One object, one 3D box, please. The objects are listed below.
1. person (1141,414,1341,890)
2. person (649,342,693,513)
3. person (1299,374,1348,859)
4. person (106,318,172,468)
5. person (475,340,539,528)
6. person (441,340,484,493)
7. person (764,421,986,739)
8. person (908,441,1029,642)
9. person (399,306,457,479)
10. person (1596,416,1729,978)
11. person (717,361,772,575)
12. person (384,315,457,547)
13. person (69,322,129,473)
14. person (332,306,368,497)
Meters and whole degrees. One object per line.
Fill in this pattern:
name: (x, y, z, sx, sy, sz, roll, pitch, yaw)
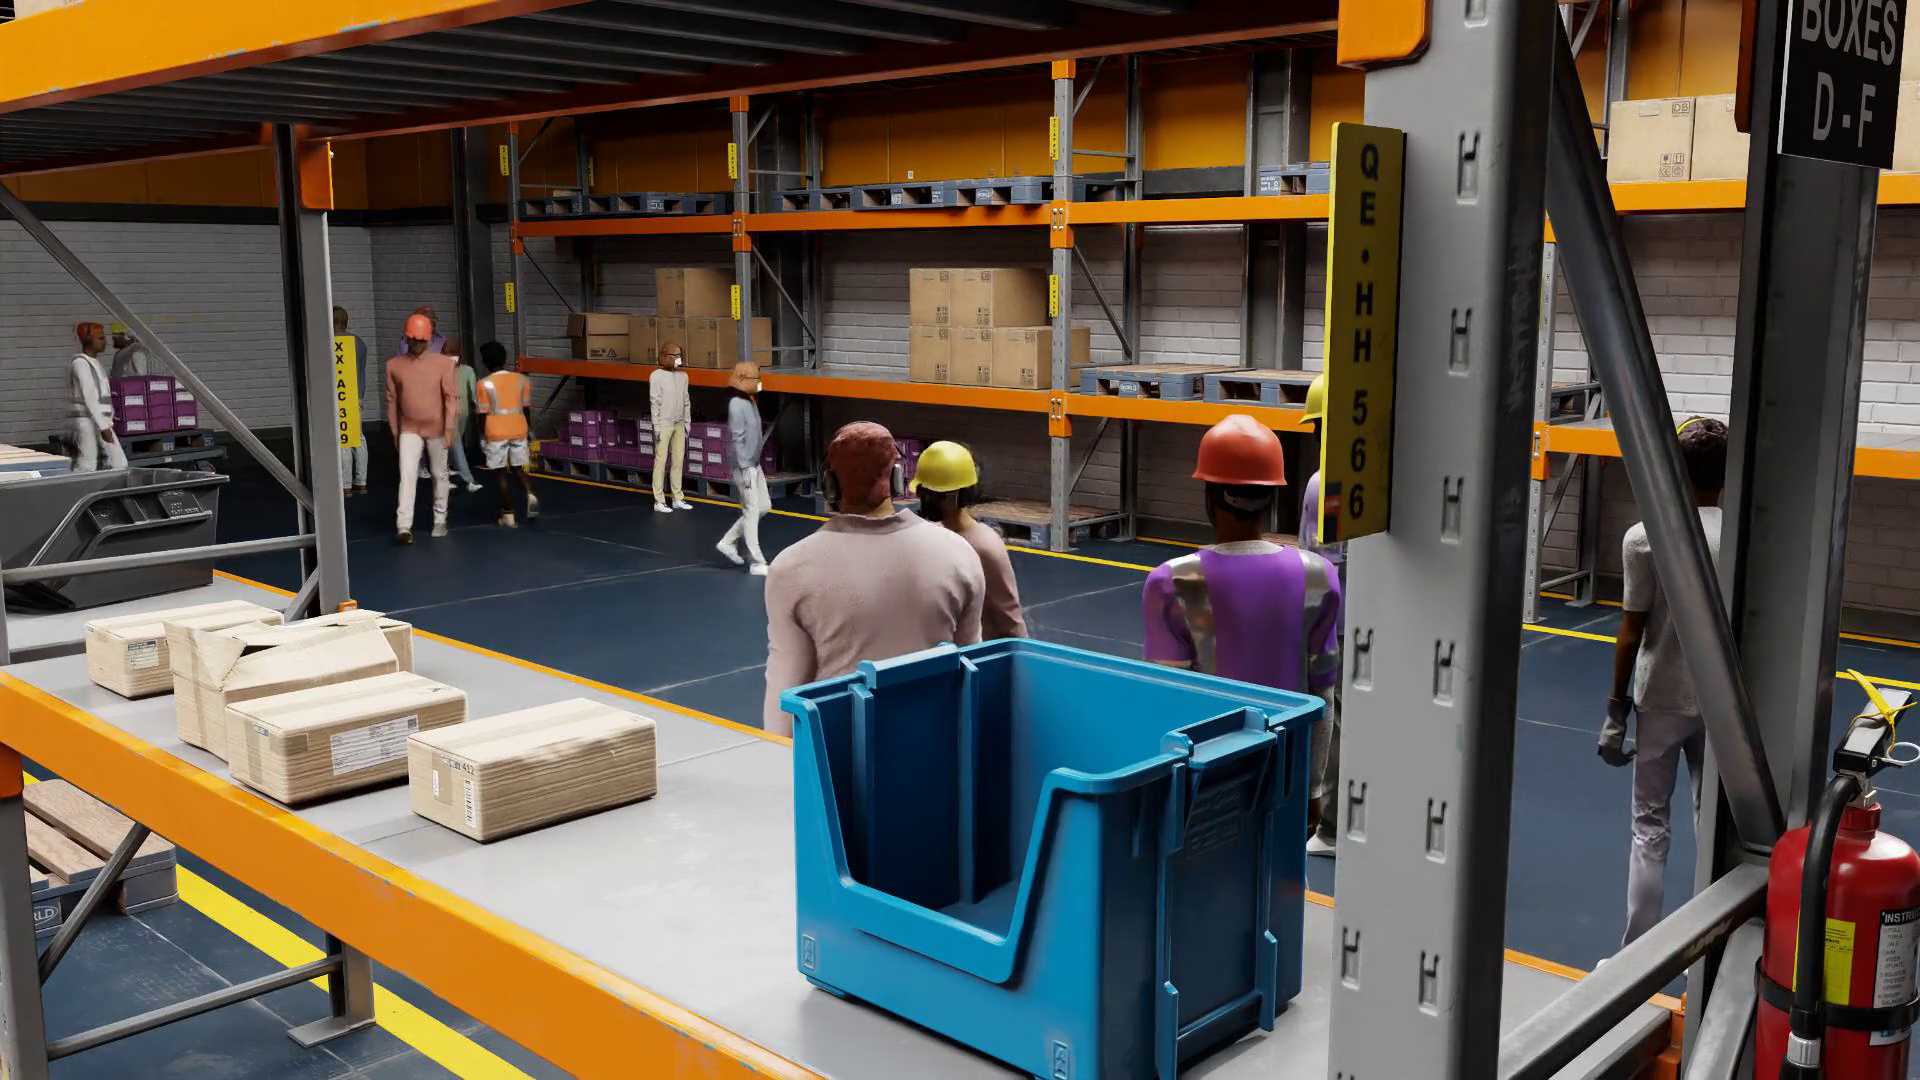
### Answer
person: (0.722, 0.636, 4.432, 0.545, 1.938, 0.360, -2, 10, -15)
person: (-2.764, -1.079, 15.902, 0.277, 1.629, 0.496, 7, 11, 36)
person: (1.493, 0.299, 6.554, 0.381, 1.918, 0.585, 8, 12, 41)
person: (-8.982, -1.538, 18.160, 0.693, 1.807, 0.597, -9, 13, -43)
person: (-4.010, -0.927, 14.764, 0.557, 1.681, 0.451, -9, 13, -43)
person: (-5.238, -1.282, 17.284, 0.889, 1.577, 0.510, 7, 12, 37)
person: (-0.248, 0.620, 4.645, 0.636, 1.902, 0.406, -4, 10, -22)
person: (0.132, 0.458, 6.212, 0.894, 1.718, 0.551, -5, 11, -29)
person: (-5.887, -1.642, 18.490, 0.409, 1.909, 0.643, 5, 10, 27)
person: (2.276, 0.545, 5.240, 0.516, 1.860, 0.316, -1, 9, -5)
person: (-1.600, -0.537, 12.575, 0.496, 1.626, 0.520, 2, 9, 10)
person: (-4.544, -0.927, 14.051, 0.600, 1.927, 1.025, -2, 9, -10)
person: (-7.744, -1.029, 14.920, 0.850, 1.851, 0.578, -2, 9, -10)
person: (-6.286, -1.404, 16.934, 0.372, 1.940, 0.630, 3, 10, 17)
